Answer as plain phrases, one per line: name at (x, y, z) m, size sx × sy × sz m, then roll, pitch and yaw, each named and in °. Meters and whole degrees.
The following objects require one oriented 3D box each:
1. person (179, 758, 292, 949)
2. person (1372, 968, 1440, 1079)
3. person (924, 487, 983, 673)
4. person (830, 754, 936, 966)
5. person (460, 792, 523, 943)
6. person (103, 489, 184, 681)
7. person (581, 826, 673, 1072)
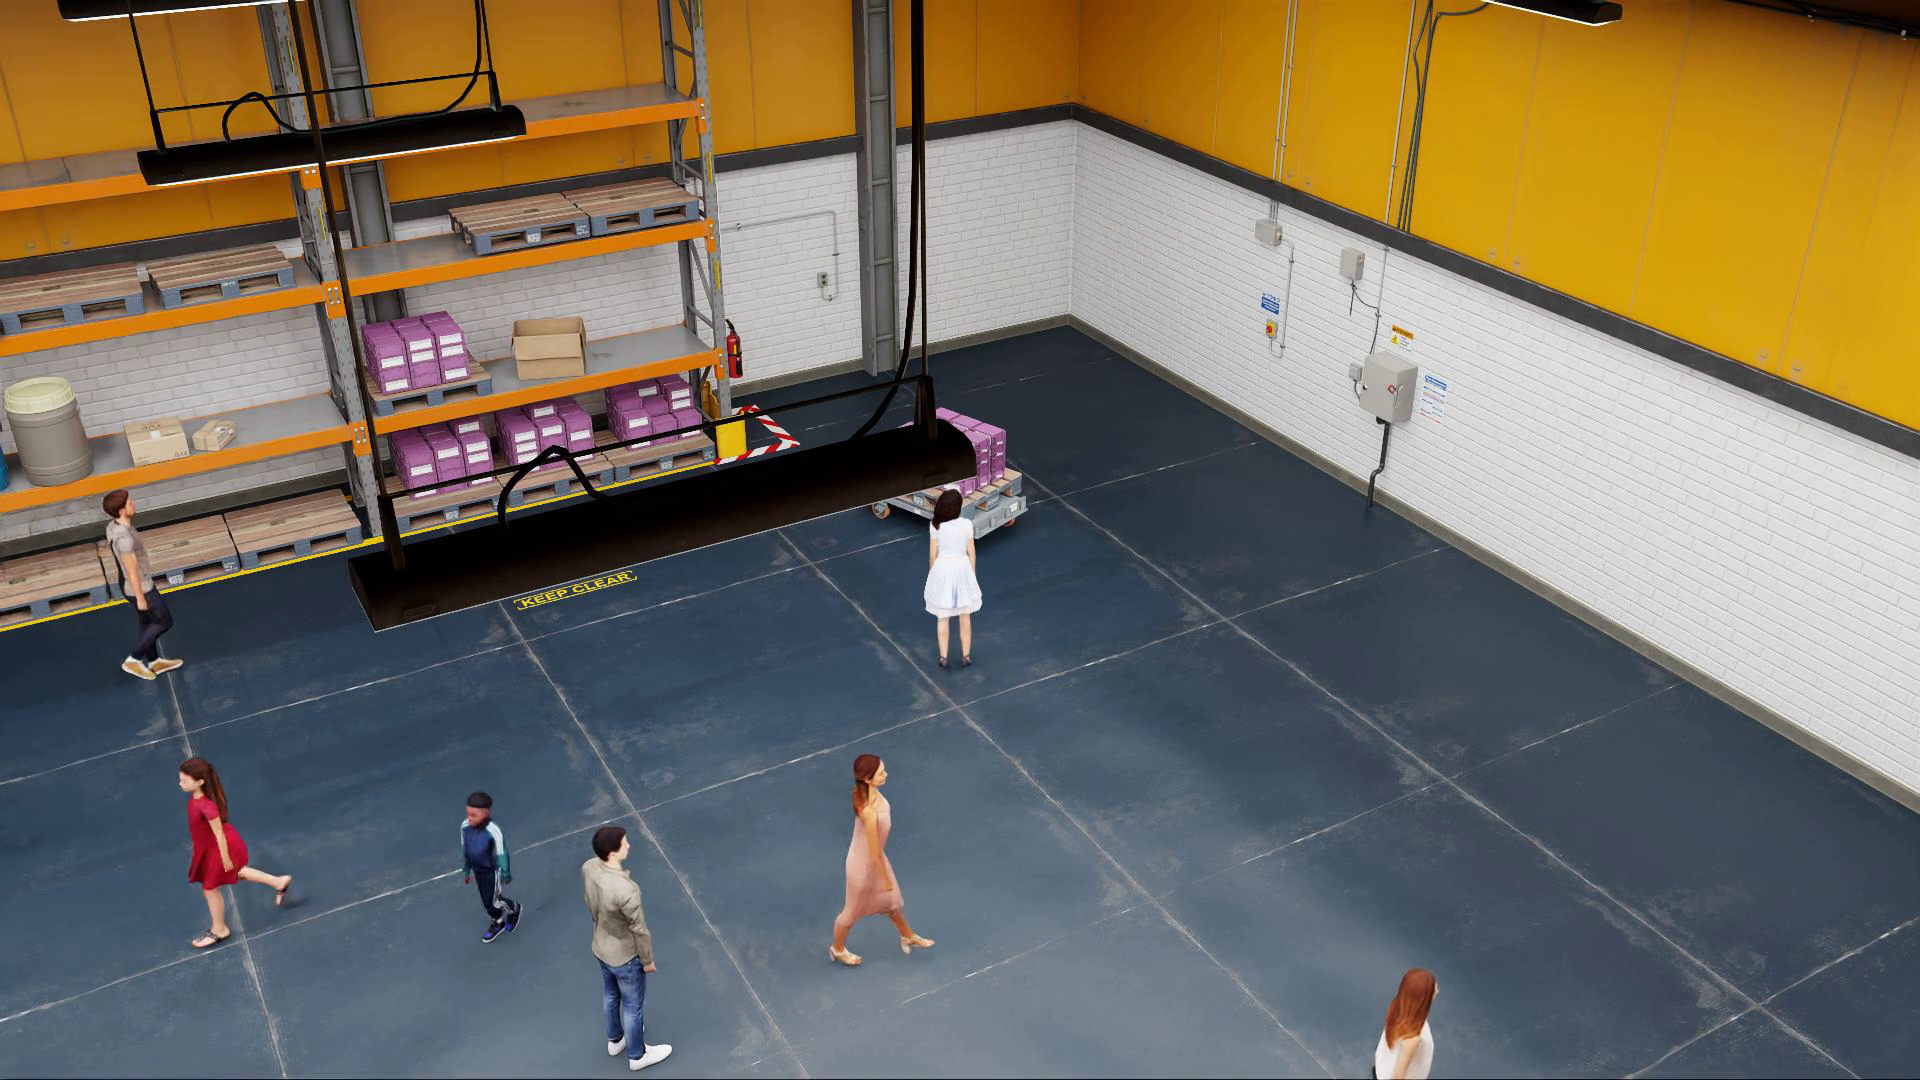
person at (-5.251, 2.169, 11.918) m, size 0.965 × 1.530 × 0.532 m, roll -17°, pitch 33°, yaw -28°
person at (2.477, 3.217, 9.843) m, size 1.167 × 1.677 × 0.974 m, roll 2°, pitch 29°, yaw 3°
person at (-0.071, 0.362, 14.932) m, size 0.821 × 1.815 × 0.899 m, roll -1°, pitch 29°, yaw -1°
person at (-0.740, 2.244, 11.503) m, size 1.074 × 1.796 × 0.913 m, roll 0°, pitch 29°, yaw 0°
person at (-3.358, 2.314, 11.947) m, size 0.614 × 1.248 × 0.672 m, roll 15°, pitch 32°, yaw 25°
person at (-7.367, 0.435, 14.731) m, size 0.757 × 1.881 × 0.685 m, roll -19°, pitch 34°, yaw -31°
person at (-2.206, 2.626, 10.728) m, size 0.768 × 1.867 × 0.690 m, roll 24°, pitch 36°, yaw 36°
